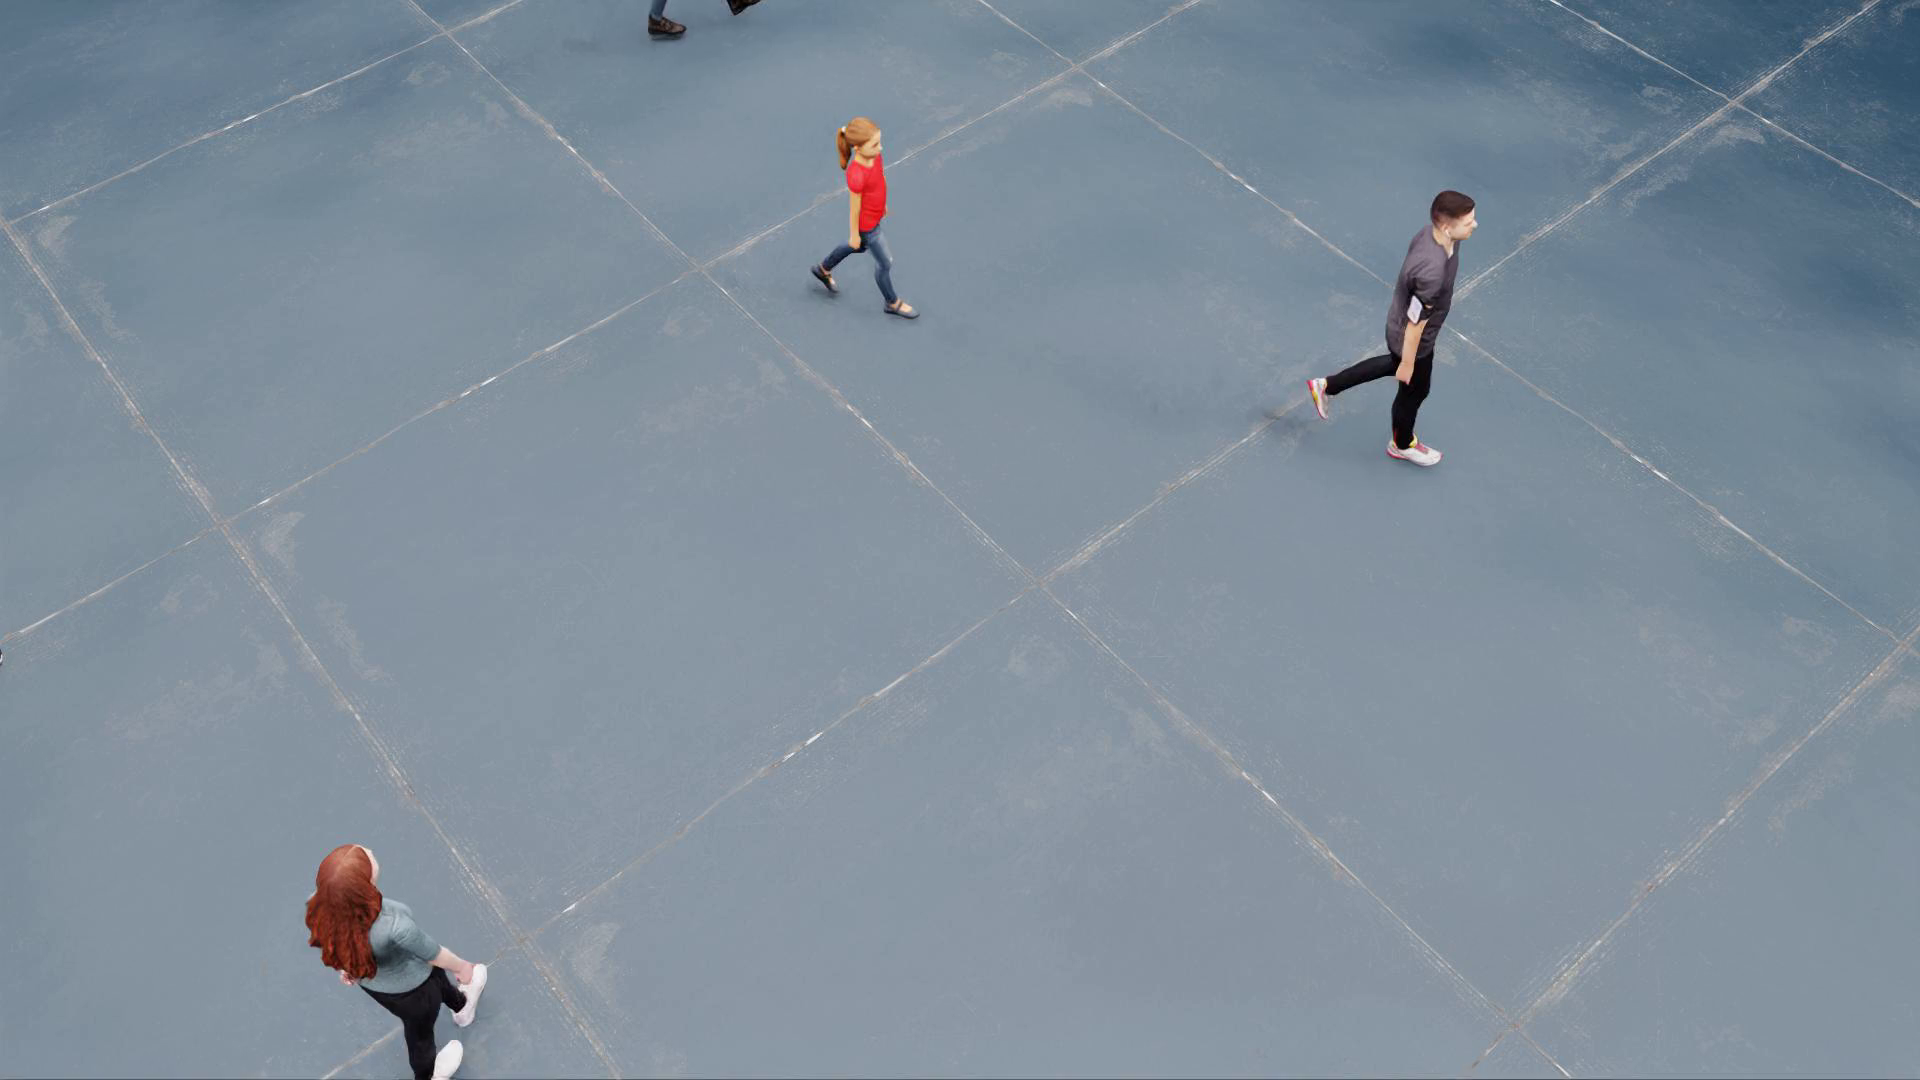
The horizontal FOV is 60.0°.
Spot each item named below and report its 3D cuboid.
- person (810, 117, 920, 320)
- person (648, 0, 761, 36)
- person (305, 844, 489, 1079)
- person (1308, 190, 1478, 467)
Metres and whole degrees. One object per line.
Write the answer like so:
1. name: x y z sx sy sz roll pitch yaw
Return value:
1. person: -0.571 -1.775 9.103 0.849 1.287 0.890 13 53 10
2. person: -1.857 -3.895 10.552 1.134 1.592 0.946 -9 53 -7
3. person: -2.120 1.683 6.148 0.821 1.725 0.929 18 54 14
4. person: 2.180 -1.057 8.254 1.026 1.749 1.055 15 54 12
